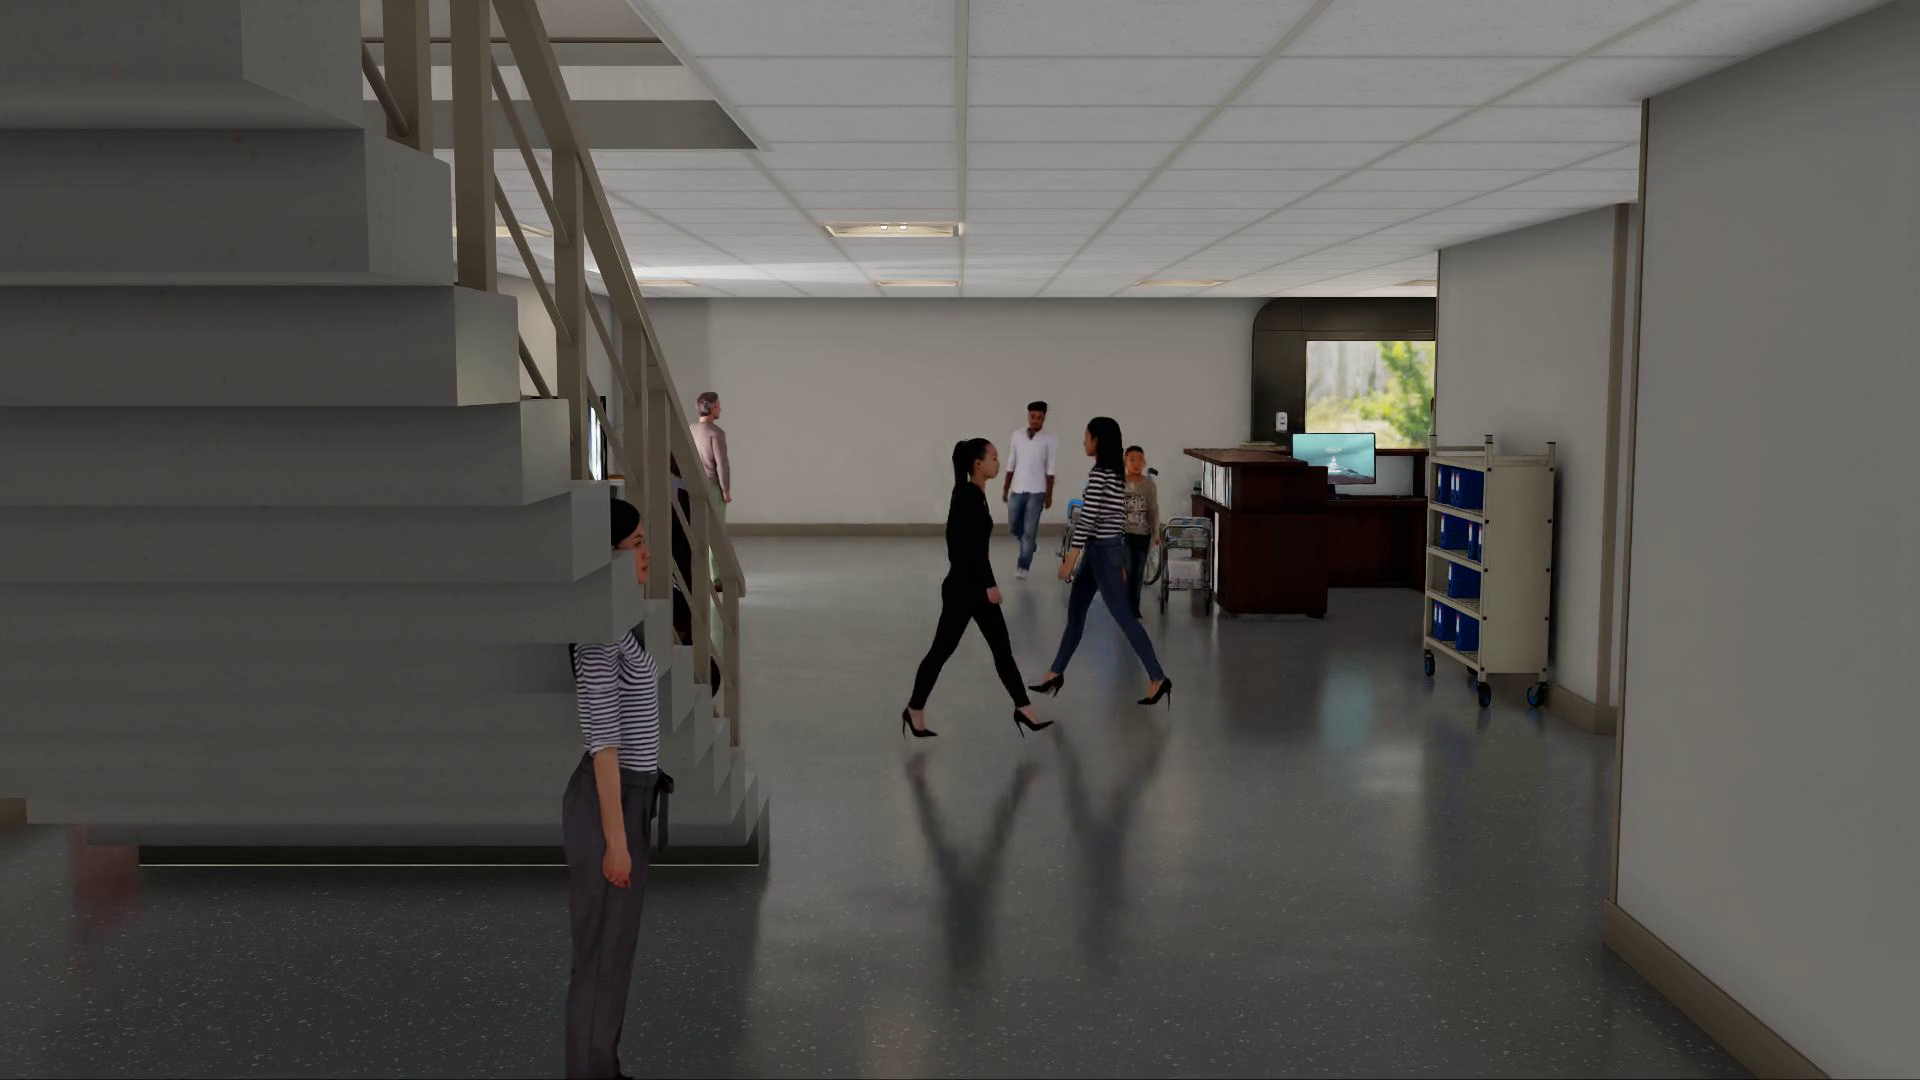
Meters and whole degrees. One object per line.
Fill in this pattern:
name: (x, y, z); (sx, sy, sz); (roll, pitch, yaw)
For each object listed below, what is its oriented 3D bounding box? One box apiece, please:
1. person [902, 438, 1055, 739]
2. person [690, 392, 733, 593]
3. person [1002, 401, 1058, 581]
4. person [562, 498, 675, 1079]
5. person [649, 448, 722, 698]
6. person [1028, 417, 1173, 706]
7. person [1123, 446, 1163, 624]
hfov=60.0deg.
person: (-0.036, 0.316, 9.116); (0.739, 1.651, 1.032); (1, 6, 7)
person: (-2.377, -0.458, 15.706); (0.775, 1.874, 0.823); (5, 8, 42)
person: (0.728, -0.493, 16.580); (0.932, 1.767, 1.048); (3, 7, 31)
person: (-0.954, 0.744, 4.454); (0.685, 1.733, 0.501); (-1, 6, -9)
person: (-1.482, 0.339, 8.046); (0.773, 1.820, 0.688); (1, 6, 8)
person: (0.952, 0.185, 10.016); (0.902, 1.732, 1.149); (2, 6, 19)
person: (1.414, -0.043, 13.692); (0.619, 1.451, 0.675); (-1, 6, -14)
